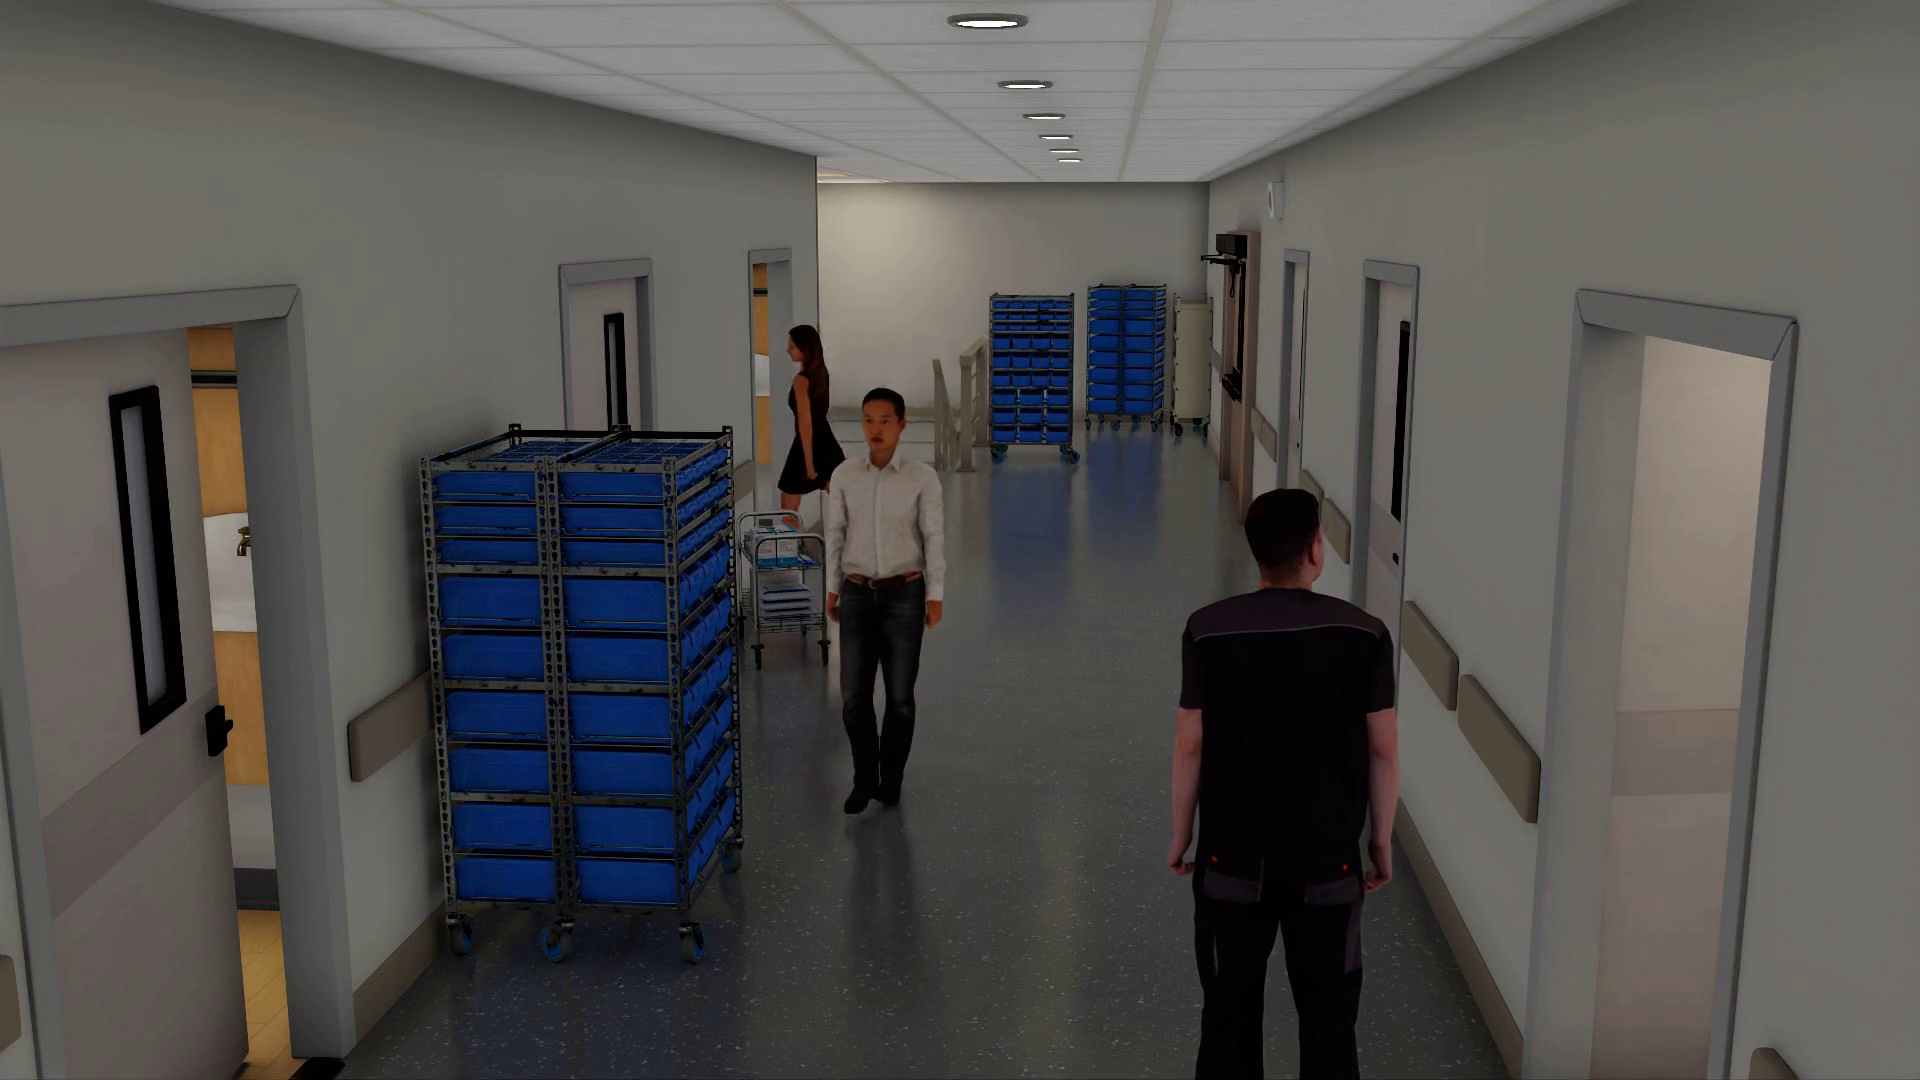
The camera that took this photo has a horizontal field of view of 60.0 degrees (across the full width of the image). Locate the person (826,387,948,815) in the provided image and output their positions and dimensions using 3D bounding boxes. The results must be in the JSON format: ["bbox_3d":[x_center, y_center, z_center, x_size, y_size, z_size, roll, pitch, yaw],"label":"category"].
[{"bbox_3d":[-0.304,0.240,7.150,0.705,1.800,0.724,2,11,9],"label":"person"}]

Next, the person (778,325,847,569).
[{"bbox_3d":[-0.863,-0.481,10.994,0.980,1.782,1.138,7,13,32],"label":"person"}]

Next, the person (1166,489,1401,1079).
[{"bbox_3d":[0.804,0.780,4.186,0.740,1.844,0.607,2,11,10],"label":"person"}]
